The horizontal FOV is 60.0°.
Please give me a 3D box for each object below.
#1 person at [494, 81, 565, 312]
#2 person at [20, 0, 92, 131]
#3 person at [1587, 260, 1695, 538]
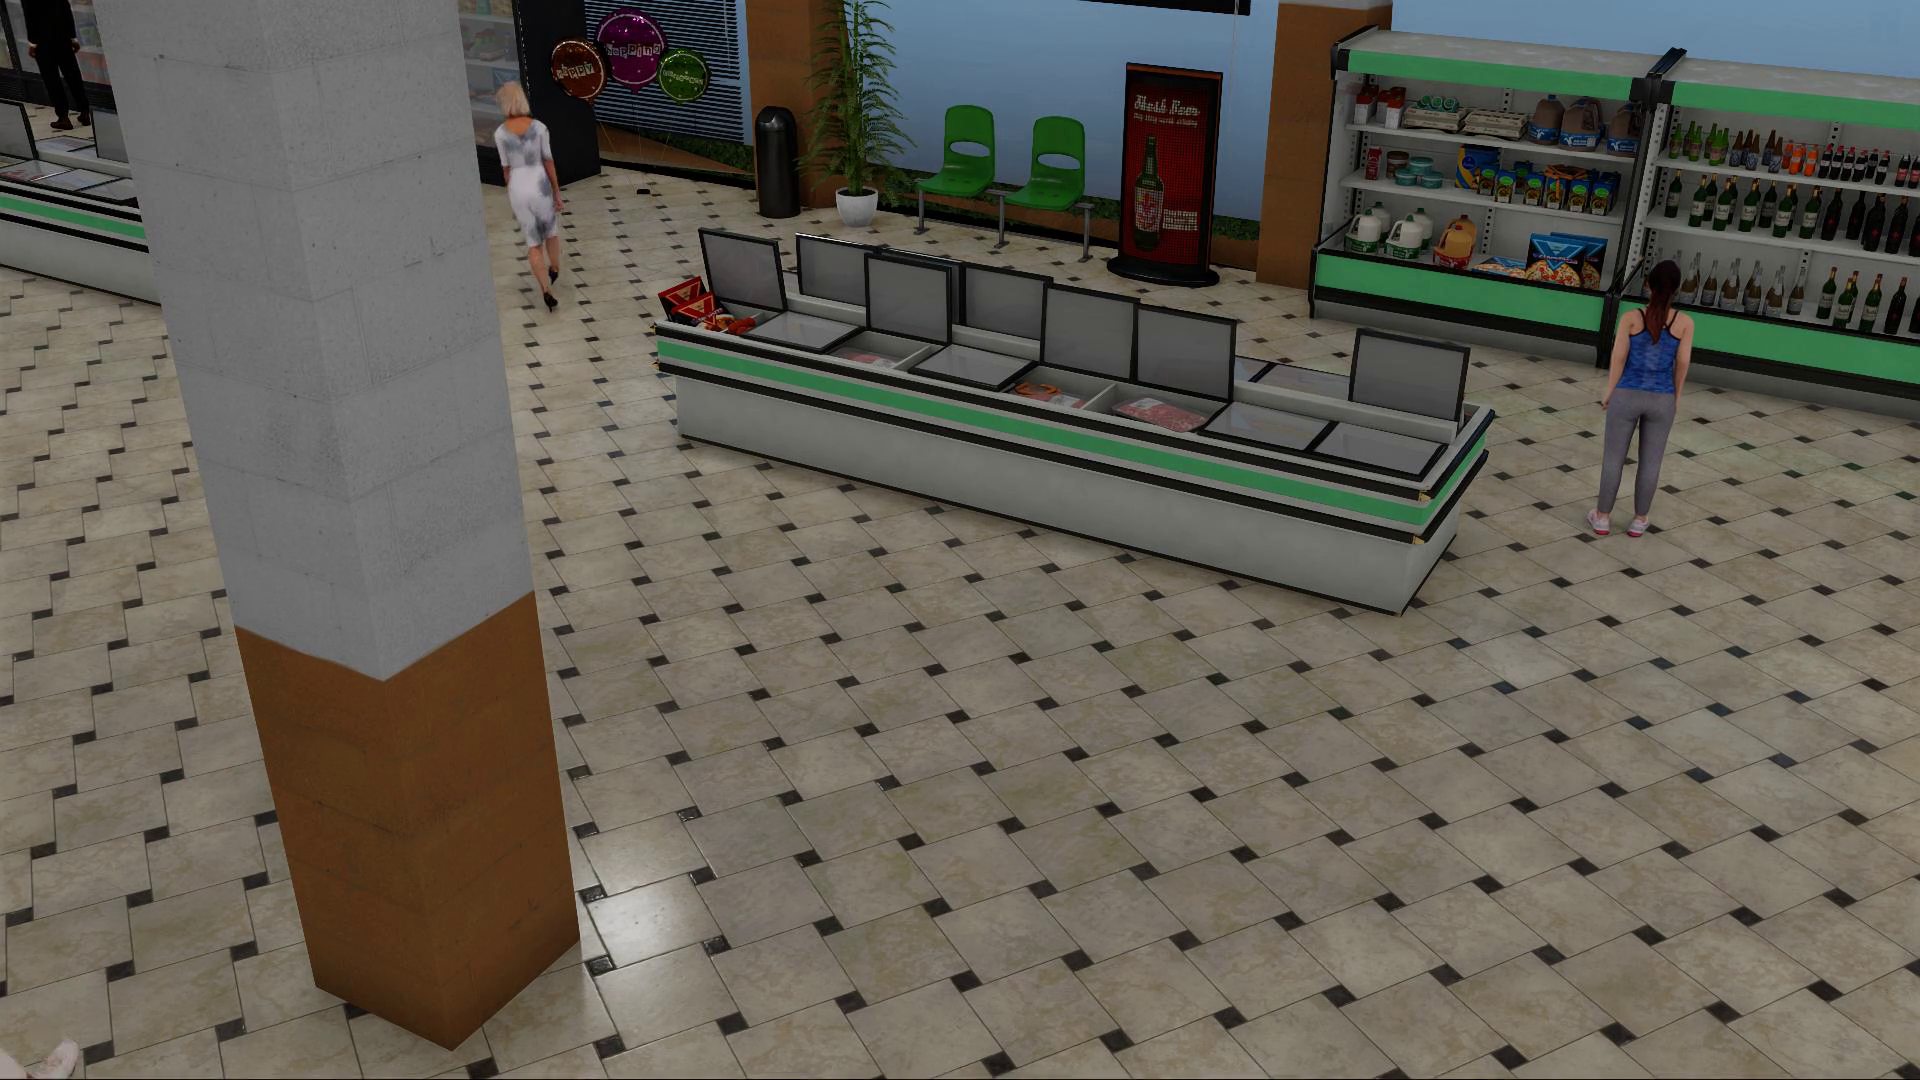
[{"bbox_3d":[-3.289,-2.600,12.810,1.020,1.699,1.090,-5,27,-11],"label":"person"},{"bbox_3d":[-10.025,-5.523,18.348,0.639,1.904,0.732,19,33,33],"label":"person"},{"bbox_3d":[3.825,-0.784,9.327,0.550,1.610,0.676,7,28,14],"label":"person"}]
